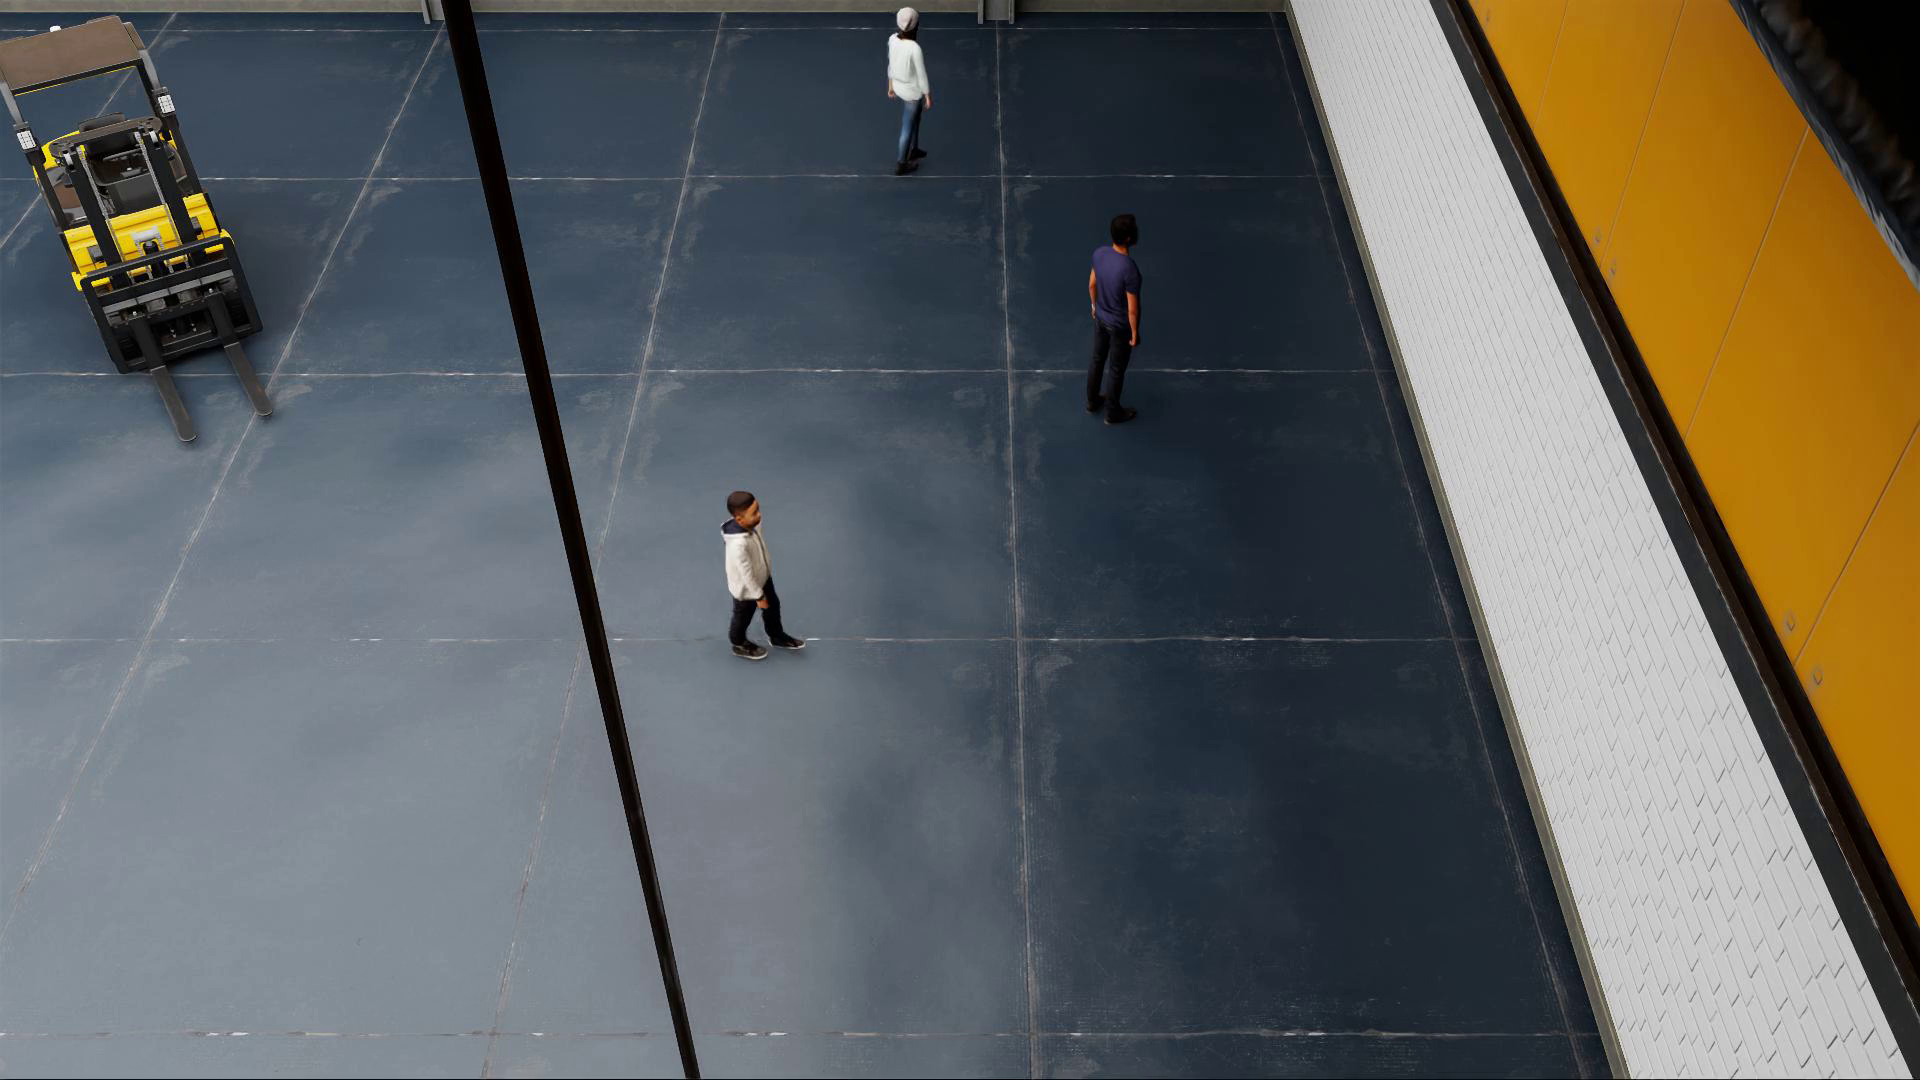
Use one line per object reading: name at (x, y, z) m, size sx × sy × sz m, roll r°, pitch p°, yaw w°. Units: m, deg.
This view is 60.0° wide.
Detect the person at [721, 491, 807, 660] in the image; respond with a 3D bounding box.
person at (-1.439, 0.247, 10.850) m, size 0.778 × 1.438 × 0.677 m, roll 10°, pitch 45°, yaw 11°

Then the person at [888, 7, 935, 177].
person at (-0.534, -4.090, 15.262) m, size 0.824 × 1.631 × 0.763 m, roll -31°, pitch 52°, yaw -29°

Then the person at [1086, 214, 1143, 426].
person at (1.159, -1.671, 12.610) m, size 0.754 × 1.788 × 0.715 m, roll -31°, pitch 52°, yaw -28°
